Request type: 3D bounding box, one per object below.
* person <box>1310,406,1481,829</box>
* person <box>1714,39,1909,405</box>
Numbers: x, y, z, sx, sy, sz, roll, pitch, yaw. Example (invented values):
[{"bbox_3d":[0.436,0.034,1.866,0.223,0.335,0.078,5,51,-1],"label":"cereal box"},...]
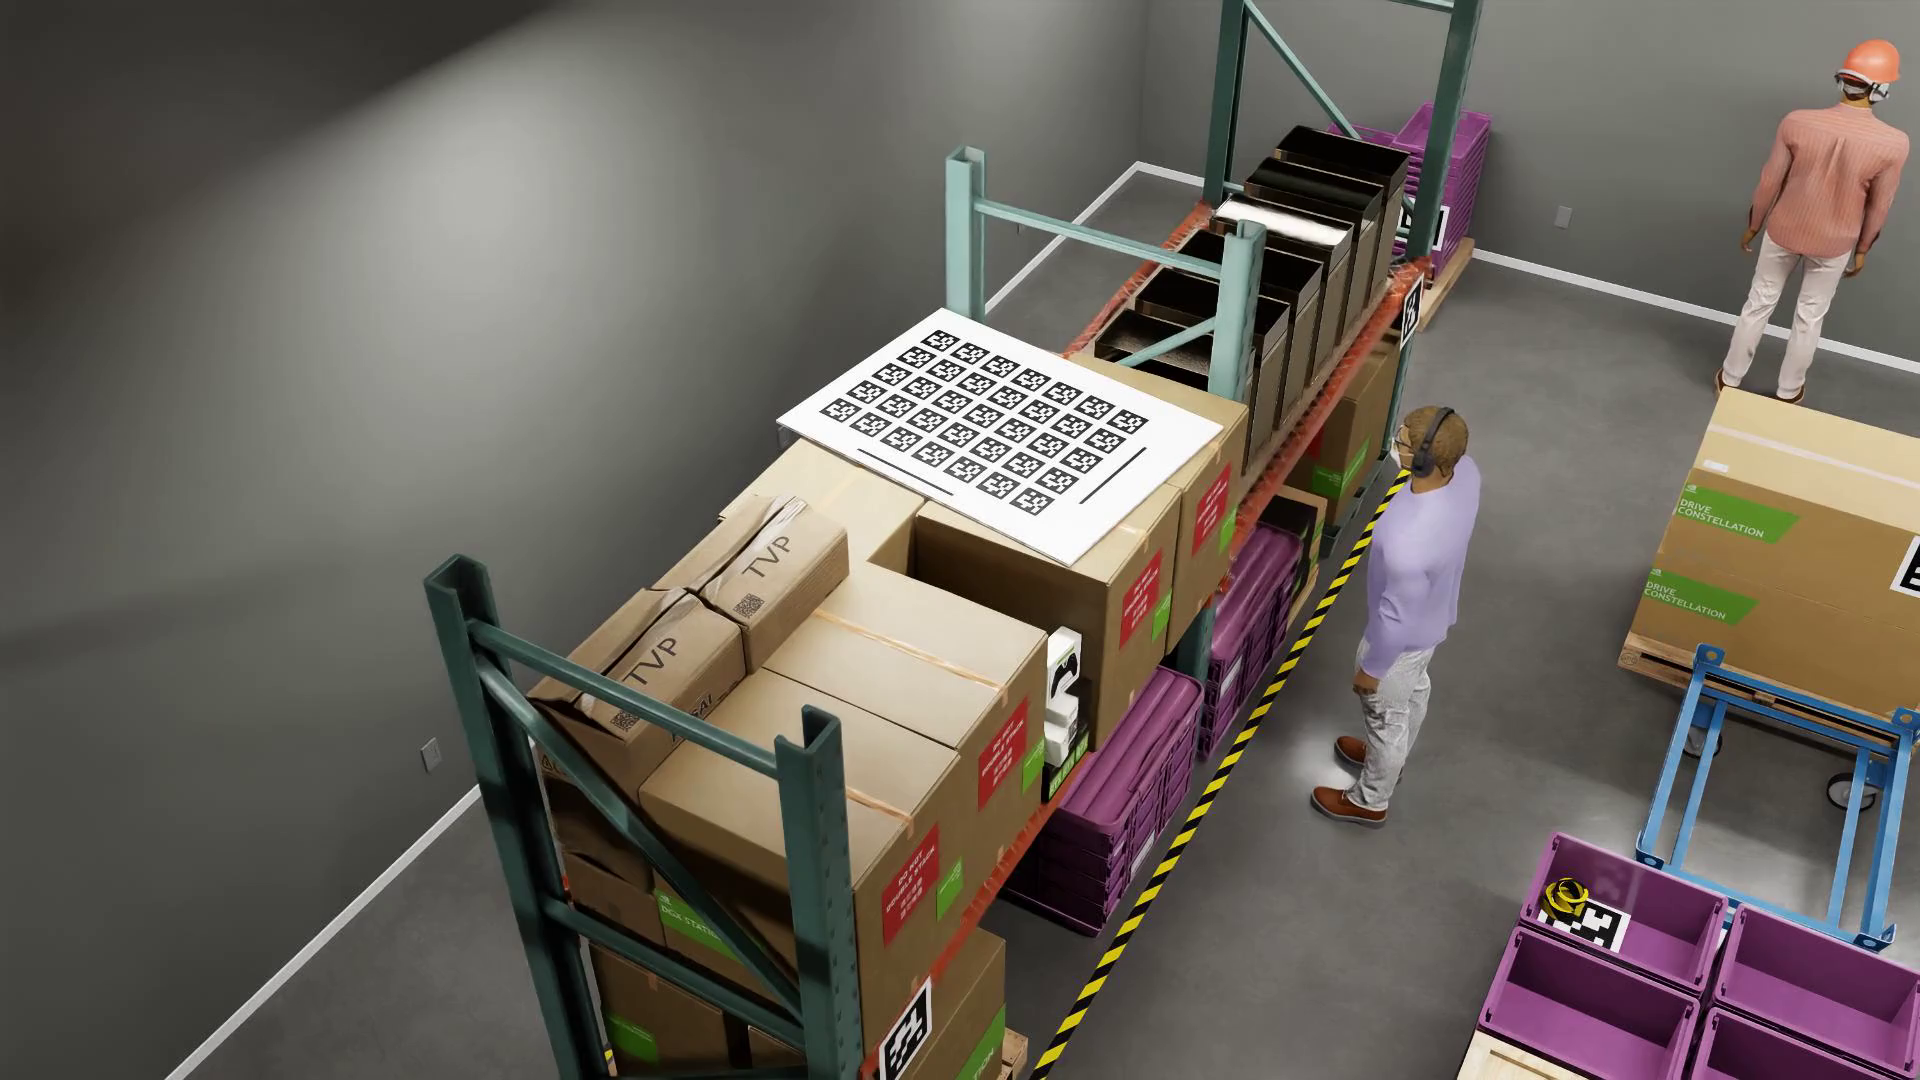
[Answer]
[{"bbox_3d":[1.644,0.311,6.226,0.377,1.940,0.628,22,45,24],"label":"person"},{"bbox_3d":[4.296,-1.551,8.406,0.611,1.990,0.392,22,45,24],"label":"person"}]
